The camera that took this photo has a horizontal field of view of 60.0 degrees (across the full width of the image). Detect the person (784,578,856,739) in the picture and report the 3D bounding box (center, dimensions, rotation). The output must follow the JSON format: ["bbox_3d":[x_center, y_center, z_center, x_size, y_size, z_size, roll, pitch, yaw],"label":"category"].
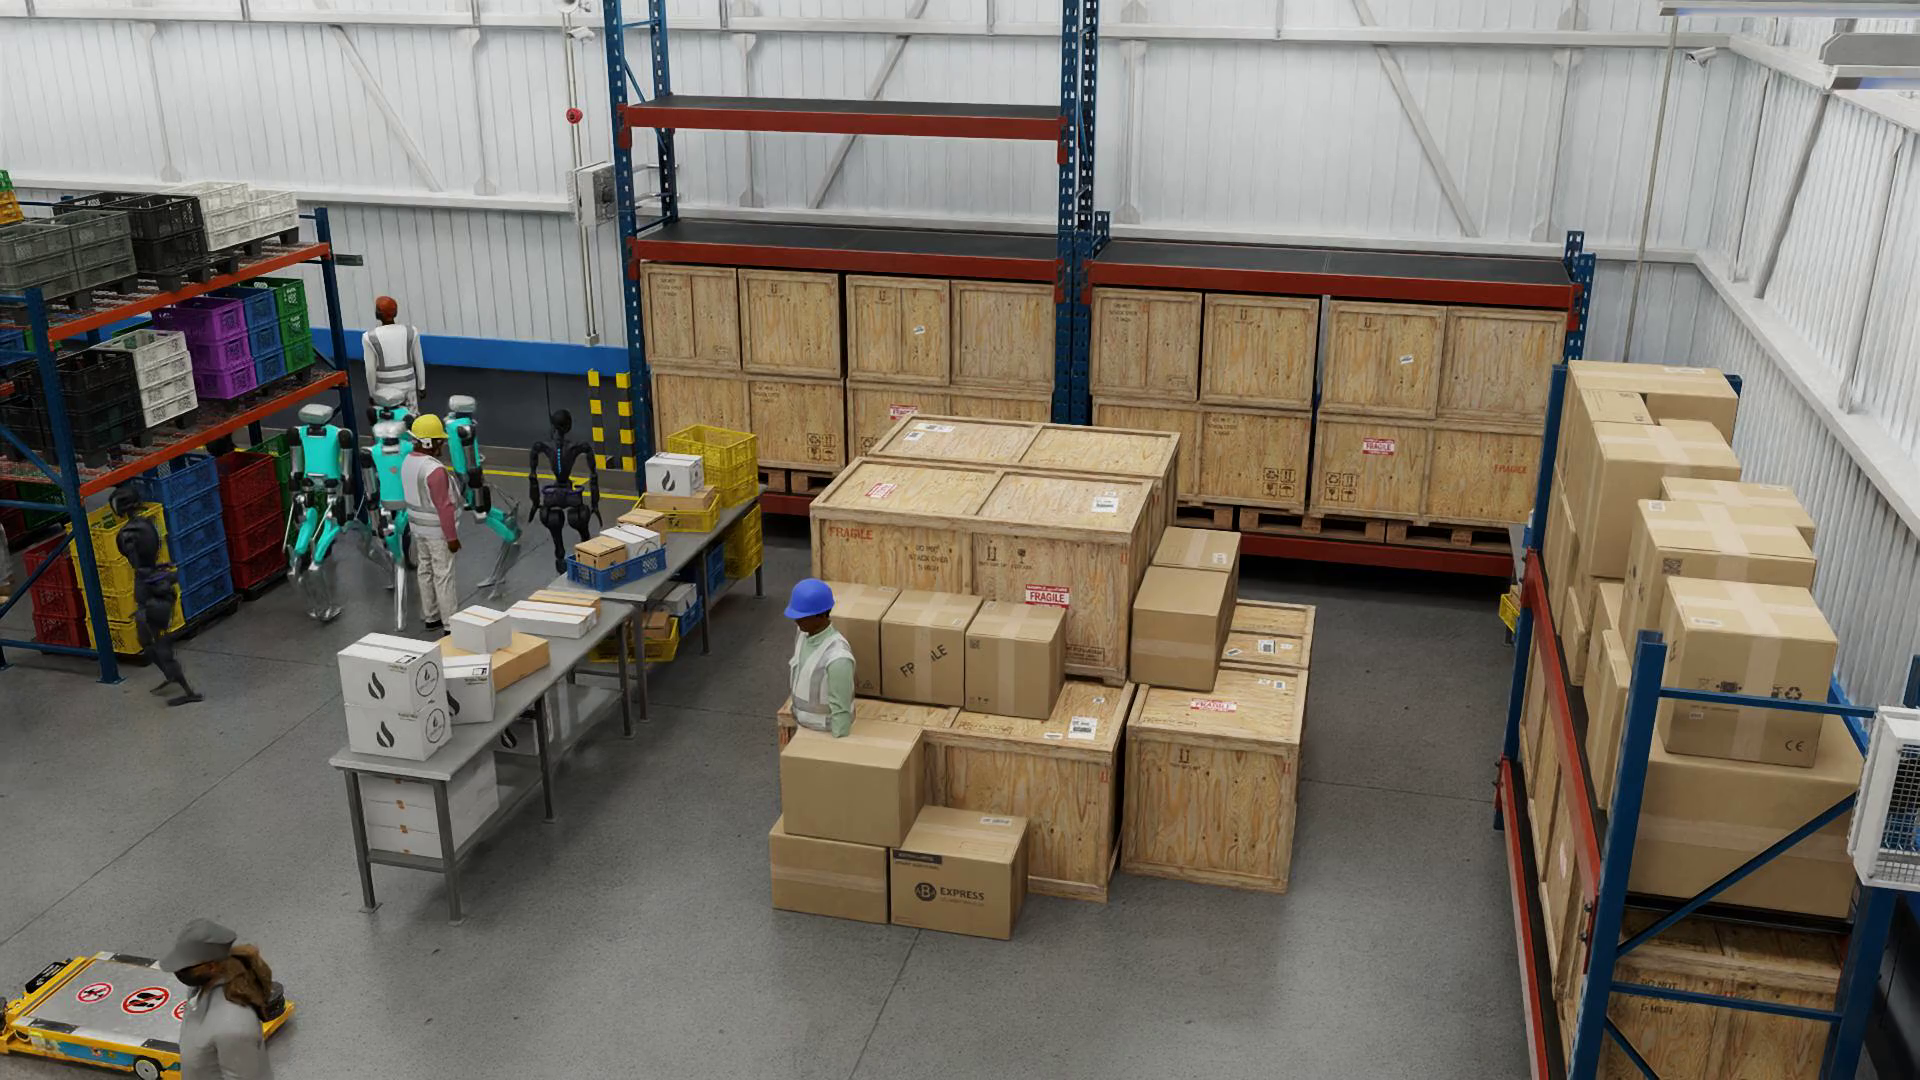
[{"bbox_3d":[-0.814,1.118,9.788,0.411,1.939,0.602,-10,23,-25],"label":"person"}]

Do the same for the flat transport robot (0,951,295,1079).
[{"bbox_3d":[-4.270,2.464,8.601,1.431,0.231,0.659,5,22,13],"label":"flat transport robot"}]

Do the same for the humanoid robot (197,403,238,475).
[{"bbox_3d":[-7.029,-1.041,15.822,0.634,1.633,0.589,-16,26,-36],"label":"humanoid robot"}]

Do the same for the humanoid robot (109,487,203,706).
[{"bbox_3d":[-5.823,0.391,12.078,0.460,1.629,0.601,-5,21,-12],"label":"humanoid robot"}]

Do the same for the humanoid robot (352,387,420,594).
[{"bbox_3d":[-4.816,-0.336,13.904,0.537,1.820,0.664,10,23,25],"label":"humanoid robot"}]

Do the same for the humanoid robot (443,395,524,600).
[{"bbox_3d":[-3.901,-0.379,13.943,0.679,1.782,0.542,-12,24,-28],"label":"humanoid robot"}]

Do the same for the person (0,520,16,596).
[{"bbox_3d":[-8.262,-0.409,13.912,0.429,1.842,0.630,-8,22,-19],"label":"person"}]

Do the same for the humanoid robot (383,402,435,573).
[{"bbox_3d":[-4.729,-0.488,14.342,0.609,1.652,0.358,6,22,15],"label":"humanoid robot"}]

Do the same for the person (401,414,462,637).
[{"bbox_3d":[-4.136,-0.103,13.138,0.586,1.823,0.404,19,28,40],"label":"person"}]

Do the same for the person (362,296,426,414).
[{"bbox_3d":[-5.686,-1.534,16.795,0.582,1.883,0.348,-13,24,-30],"label":"person"}]

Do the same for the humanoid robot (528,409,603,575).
[{"bbox_3d":[-3.296,-0.292,13.833,0.615,1.652,0.330,-2,21,-5],"label":"humanoid robot"}]

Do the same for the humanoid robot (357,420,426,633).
[{"bbox_3d":[-4.459,-0.174,13.383,0.542,1.761,0.687,-4,21,-11],"label":"humanoid robot"}]

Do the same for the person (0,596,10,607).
[{"bbox_3d":[-8.128,-0.349,13.475,0.370,2.042,0.613,0,21,1],"label":"person"}]

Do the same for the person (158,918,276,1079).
[{"bbox_3d":[-2.972,2.320,6.875,0.399,1.768,0.569,-13,25,-31],"label":"person"}]

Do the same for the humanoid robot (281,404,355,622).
[{"bbox_3d":[-5.198,-0.163,13.387,0.559,1.748,0.845,1,21,2],"label":"humanoid robot"}]
